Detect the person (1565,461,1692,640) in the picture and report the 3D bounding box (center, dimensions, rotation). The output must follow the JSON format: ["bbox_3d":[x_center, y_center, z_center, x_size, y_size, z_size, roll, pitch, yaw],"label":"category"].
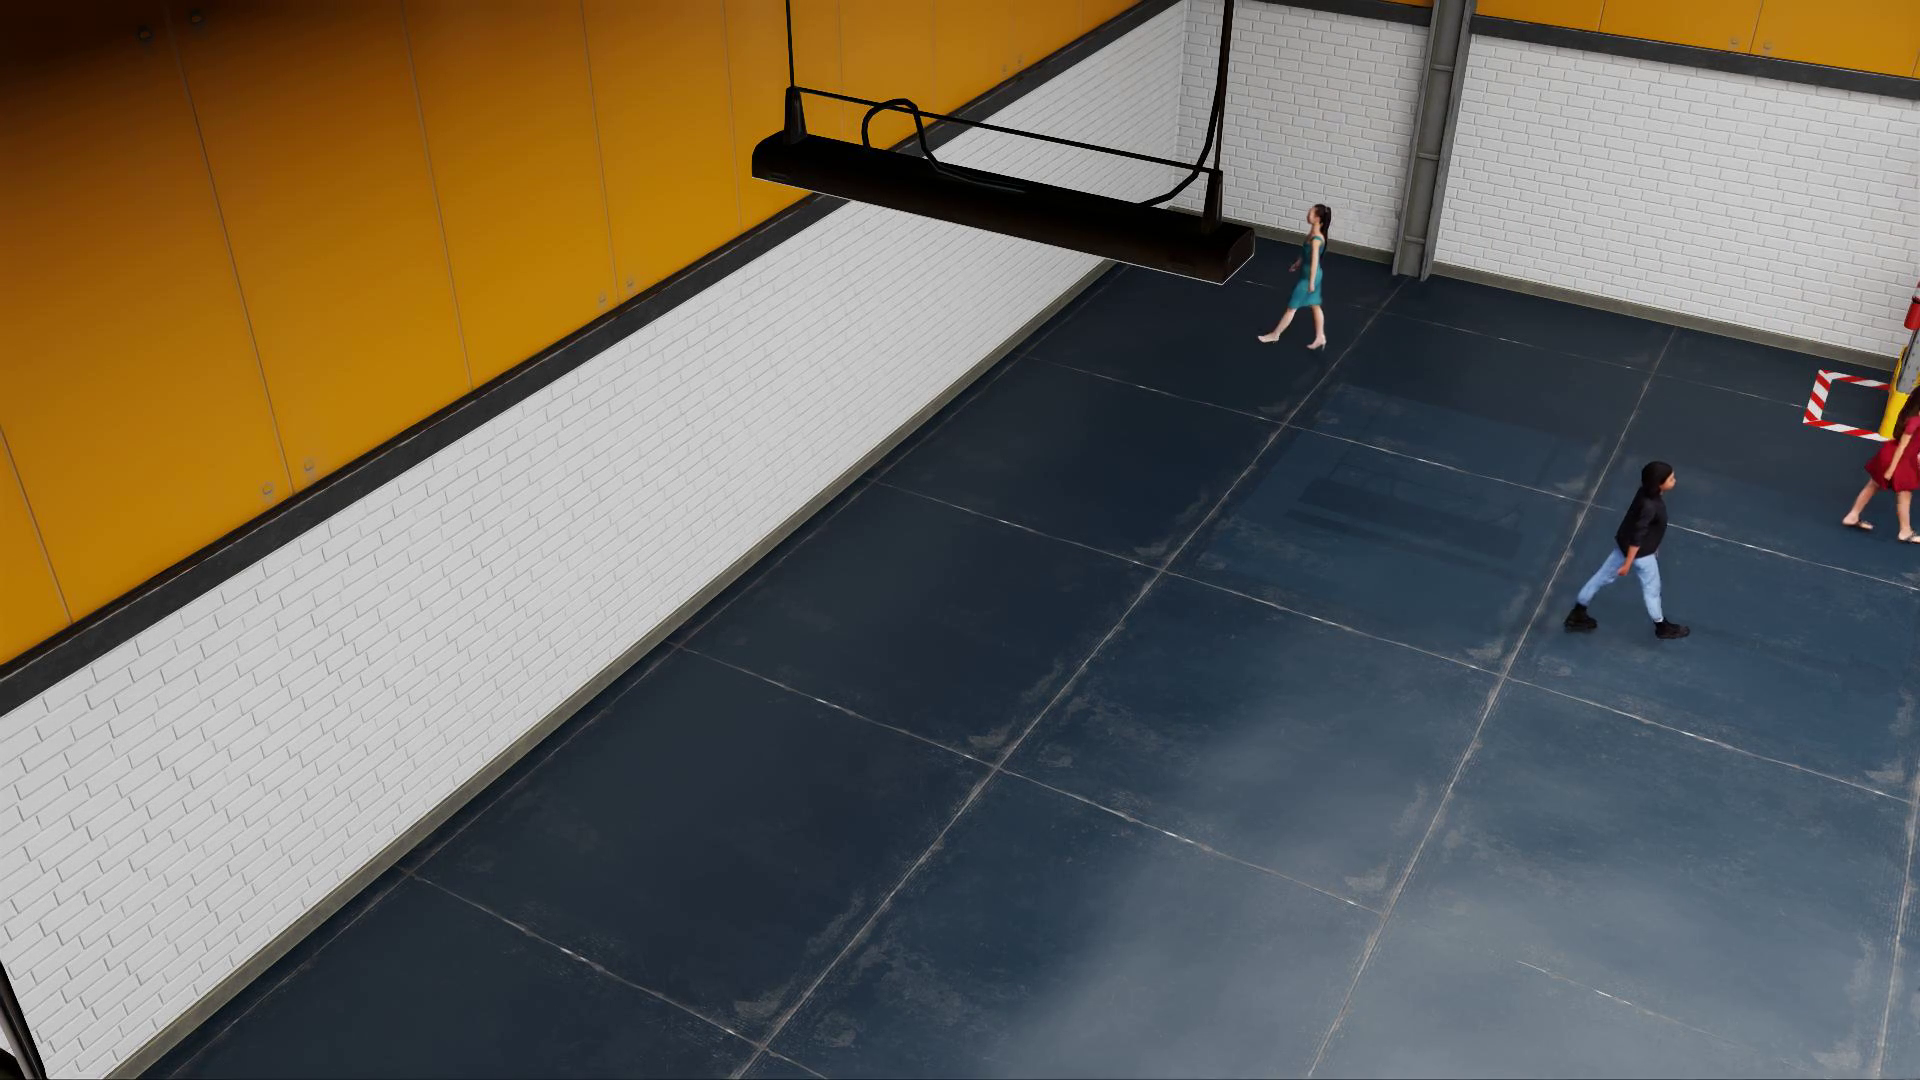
[{"bbox_3d":[5.316,0.105,13.376,1.237,1.643,0.878,4,34,6],"label":"person"}]

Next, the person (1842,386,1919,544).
[{"bbox_3d":[8.220,-0.722,14.732,0.936,1.520,0.567,15,36,21],"label":"person"}]

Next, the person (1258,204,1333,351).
[{"bbox_3d":[3.793,-2.764,17.681,0.994,1.657,0.695,9,35,13],"label":"person"}]
